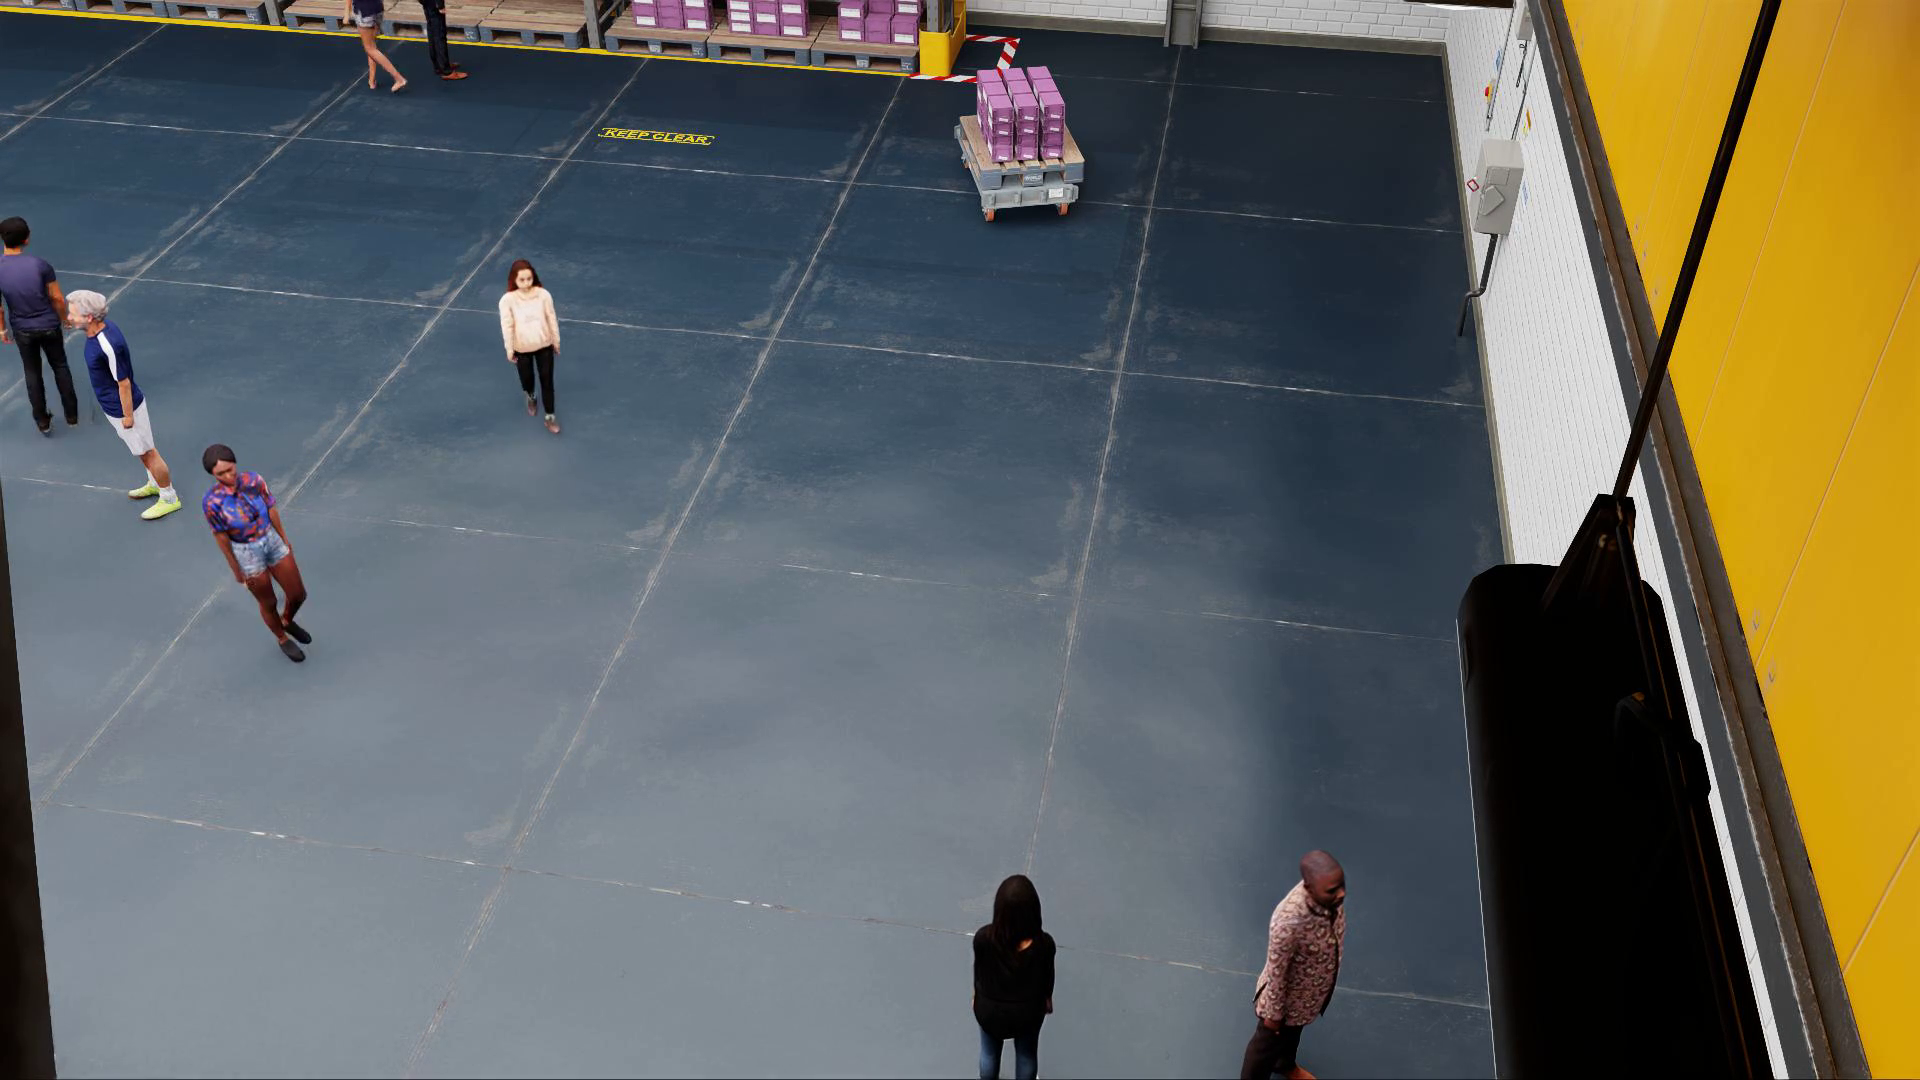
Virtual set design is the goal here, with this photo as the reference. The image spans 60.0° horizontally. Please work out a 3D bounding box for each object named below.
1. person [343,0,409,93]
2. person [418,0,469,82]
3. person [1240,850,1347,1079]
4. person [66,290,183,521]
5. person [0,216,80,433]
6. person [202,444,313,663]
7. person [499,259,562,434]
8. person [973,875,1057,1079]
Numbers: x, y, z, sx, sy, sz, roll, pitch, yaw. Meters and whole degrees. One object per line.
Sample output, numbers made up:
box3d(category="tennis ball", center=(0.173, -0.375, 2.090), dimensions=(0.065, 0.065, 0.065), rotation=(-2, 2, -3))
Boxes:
box3d(category="person", center=(-6.286, -5.632, 17.824), dimensions=(0.932, 1.733, 0.816), rotation=(14, 41, 16))
box3d(category="person", center=(-5.778, -5.943, 18.160), dimensions=(0.817, 1.800, 0.773), rotation=(-21, 43, -24))
box3d(category="person", center=(1.615, 2.134, 8.040), dimensions=(0.779, 1.808, 0.777), rotation=(28, 47, 31))
box3d(category="person", center=(-6.006, -0.994, 11.932), dimensions=(0.780, 1.839, 0.714), rotation=(-25, 45, -28))
box3d(category="person", center=(-7.106, -1.612, 12.771), dimensions=(0.719, 1.757, 0.833), rotation=(-24, 45, -27))
box3d(category="person", center=(-4.558, 0.070, 10.687), dimensions=(0.749, 1.730, 0.713), rotation=(27, 46, 29))
box3d(category="person", center=(-3.325, -1.528, 12.893), dimensions=(0.761, 1.474, 0.810), rotation=(-15, 41, -18))
box3d(category="person", center=(0.242, 2.235, 8.044), dimensions=(0.484, 1.645, 0.624), rotation=(2, 39, 3))
